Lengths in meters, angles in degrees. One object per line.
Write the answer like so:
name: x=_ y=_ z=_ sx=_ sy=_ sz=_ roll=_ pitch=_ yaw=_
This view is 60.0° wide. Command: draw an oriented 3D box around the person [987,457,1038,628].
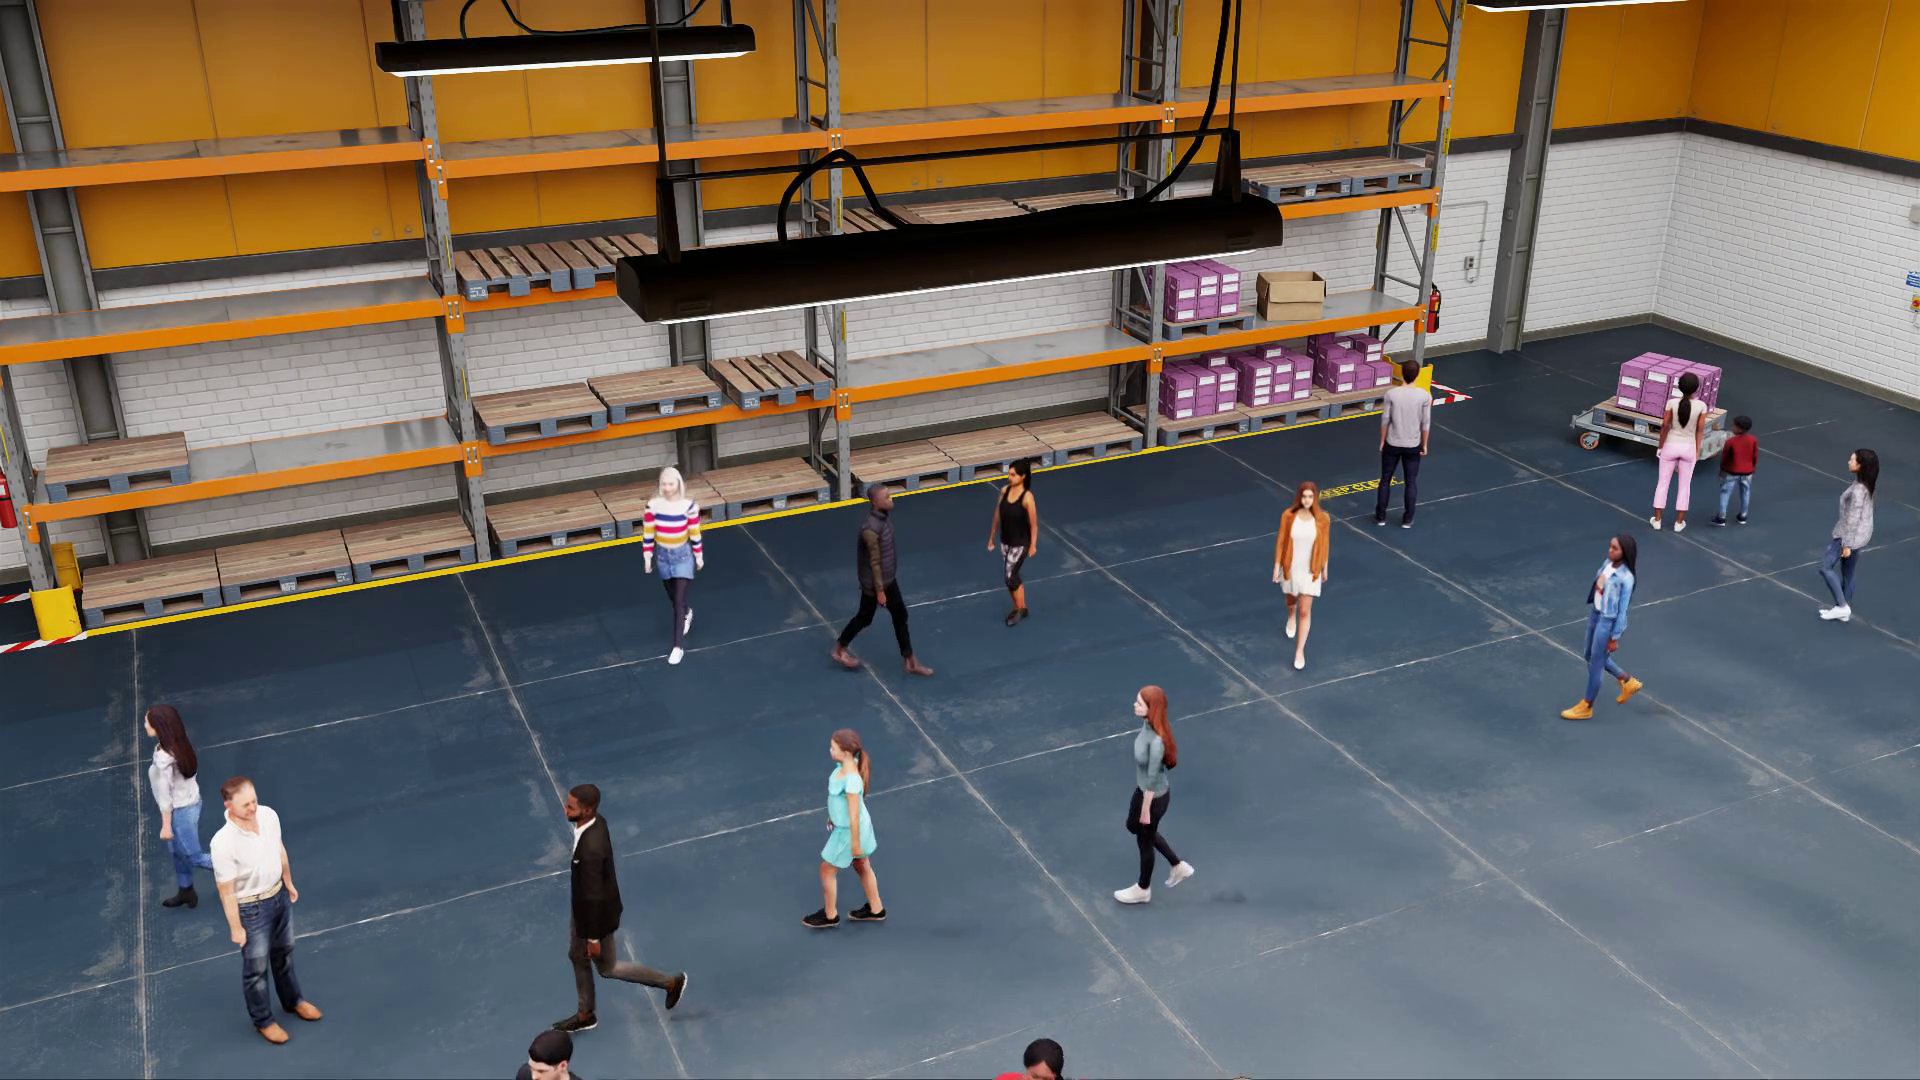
person: x=0.576 y=-0.007 z=15.639 sx=0.661 sy=1.653 sz=0.648 roll=-18 pitch=29 yaw=-35

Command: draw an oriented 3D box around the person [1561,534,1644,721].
person: x=5.478 y=0.732 z=13.892 sx=1.007 sy=1.700 sz=0.825 roll=-1 pitch=24 yaw=-3

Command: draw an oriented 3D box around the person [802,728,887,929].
person: x=-0.665 y=1.962 z=11.281 sx=0.894 sy=1.537 sz=0.759 roll=1 pitch=24 yaw=3

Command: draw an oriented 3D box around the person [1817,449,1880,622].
person: x=8.433 y=-0.012 z=15.567 sx=0.645 sy=1.721 sz=0.773 roll=-21 pitch=32 yaw=-40

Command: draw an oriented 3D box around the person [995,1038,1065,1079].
person: x=0.389 y=3.145 z=8.298 sx=0.927 sy=1.758 sz=1.078 roll=16 pitch=28 yaw=32

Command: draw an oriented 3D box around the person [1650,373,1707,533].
person: x=7.630 y=-0.938 z=17.657 sx=0.645 sy=1.744 sz=0.704 roll=9 pitch=25 yaw=19

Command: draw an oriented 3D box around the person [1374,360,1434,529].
person: x=4.725 y=-1.031 z=17.748 sx=0.695 sy=1.840 sz=0.785 roll=6 pitch=24 yaw=13

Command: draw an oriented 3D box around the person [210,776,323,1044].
person: x=-4.342 y=2.236 z=10.266 sx=0.818 sy=1.847 sz=0.743 roll=10 pitch=26 yaw=22

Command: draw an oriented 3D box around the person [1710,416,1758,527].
person: x=8.326 y=-0.735 z=17.831 sx=0.639 sy=1.232 sz=0.724 roll=6 pitch=24 yaw=14

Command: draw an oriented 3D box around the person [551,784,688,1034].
person: x=-2.150 y=2.284 z=10.251 sx=1.136 sy=1.773 sz=0.776 roll=-6 pitch=24 yaw=-14

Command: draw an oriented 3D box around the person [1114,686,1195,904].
person: x=1.390 y=1.775 z=11.462 sx=0.903 sy=1.735 sz=0.803 roll=2 pitch=24 yaw=5

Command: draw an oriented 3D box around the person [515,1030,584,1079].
person: x=-1.856 y=3.122 z=8.239 sx=1.147 sy=1.847 sz=1.331 roll=12 pitch=26 yaw=25

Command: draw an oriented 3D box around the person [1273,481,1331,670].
person: x=3.085 y=0.231 z=15.056 sx=1.125 sy=1.685 sz=1.133 roll=6 pitch=24 yaw=14

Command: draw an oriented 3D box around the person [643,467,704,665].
person: x=-2.570 y=0.161 z=15.103 sx=1.169 sy=1.776 sz=1.111 roll=3 pitch=24 yaw=7

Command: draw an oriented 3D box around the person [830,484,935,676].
person: x=-0.803 y=0.376 z=14.594 sx=1.283 sy=1.788 sz=1.202 roll=7 pitch=25 yaw=15
